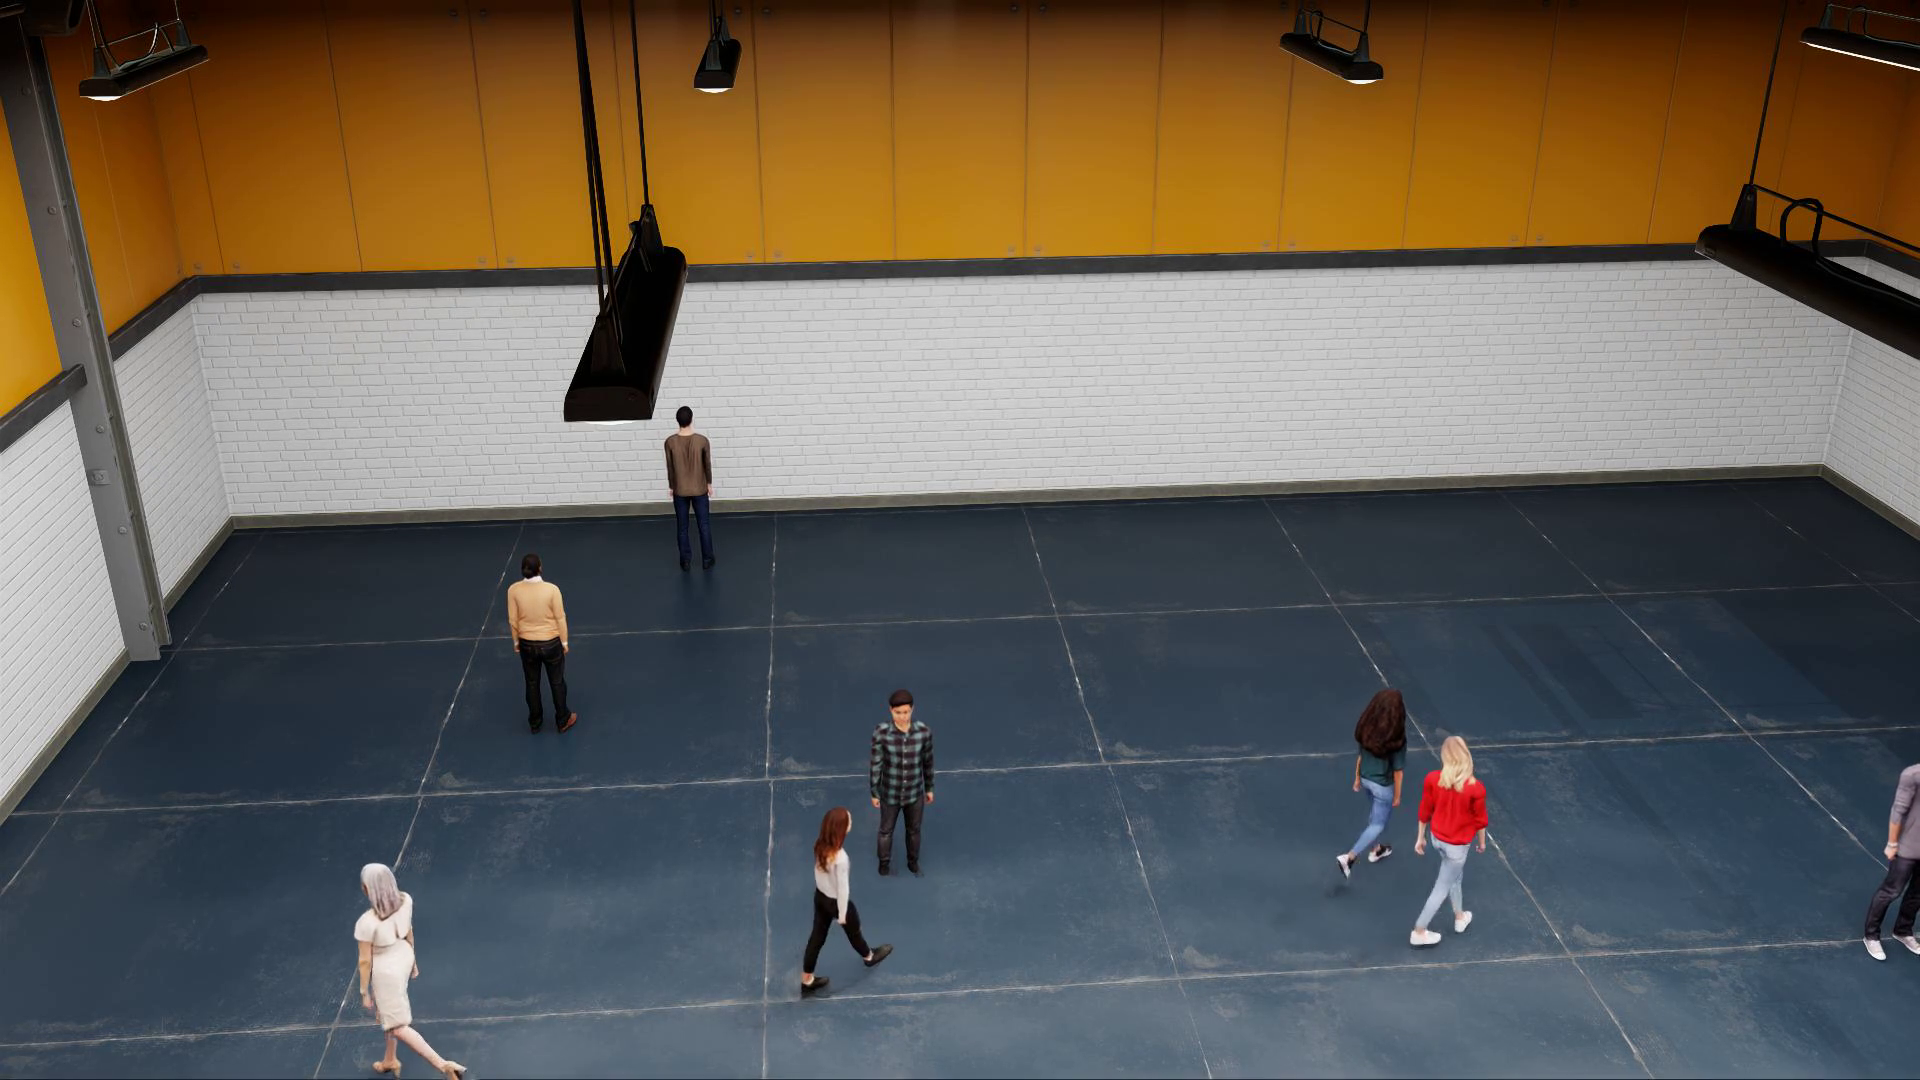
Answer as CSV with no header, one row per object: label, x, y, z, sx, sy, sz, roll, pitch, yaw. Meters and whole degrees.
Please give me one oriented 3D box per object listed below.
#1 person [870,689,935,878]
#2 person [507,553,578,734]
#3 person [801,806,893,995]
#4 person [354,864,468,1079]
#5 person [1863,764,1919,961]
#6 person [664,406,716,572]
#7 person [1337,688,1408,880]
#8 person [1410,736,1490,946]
person,-0.465,1.926,13.037,0.693,1.714,0.534,-4,24,-8
person,-3.811,0.932,15.090,0.673,1.753,0.582,0,24,0
person,-0.956,2.569,11.735,0.956,1.442,0.994,-17,29,-34
person,-3.590,2.866,10.716,1.015,1.713,1.090,11,26,23
person,6.980,2.188,12.097,0.682,1.850,0.539,-3,24,-8
person,-2.985,-0.572,18.366,0.652,1.887,0.553,-3,24,-7
person,3.227,1.928,13.008,0.984,1.596,1.017,-18,29,-35
person,3.528,2.250,12.182,0.936,1.667,0.914,-17,29,-34
